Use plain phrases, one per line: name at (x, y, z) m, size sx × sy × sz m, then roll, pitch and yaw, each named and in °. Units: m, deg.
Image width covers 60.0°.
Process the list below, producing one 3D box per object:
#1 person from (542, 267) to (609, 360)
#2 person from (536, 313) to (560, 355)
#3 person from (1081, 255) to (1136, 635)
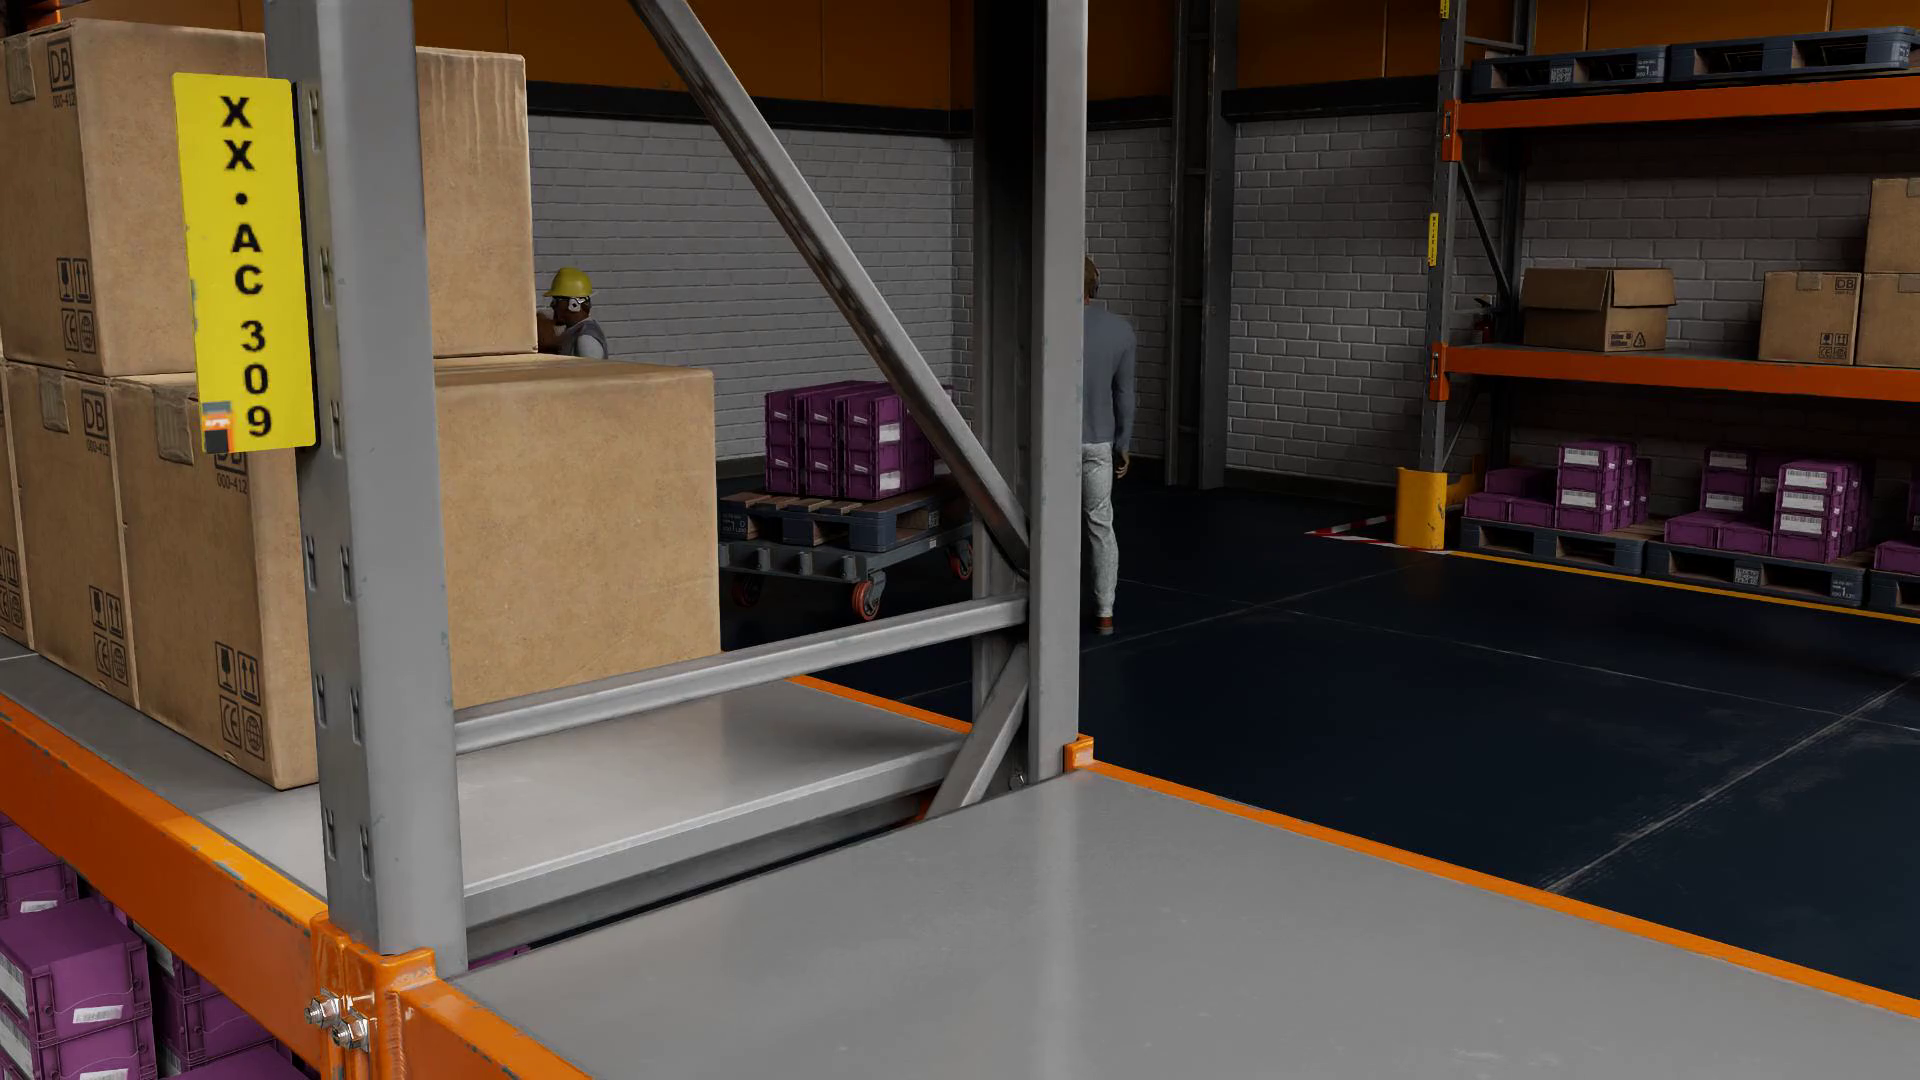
person at (-2.260, -0.681, 9.821) m, size 0.403 × 1.834 × 0.587 m, roll -4°, pitch 11°, yaw -21°
person at (-2.373, -0.495, 9.475) m, size 0.507 × 1.592 × 0.869 m, roll -10°, pitch 14°, yaw -44°
person at (0.576, -0.467, 8.370) m, size 0.635 × 1.937 × 0.353 m, roll -3°, pitch 11°, yaw -18°
